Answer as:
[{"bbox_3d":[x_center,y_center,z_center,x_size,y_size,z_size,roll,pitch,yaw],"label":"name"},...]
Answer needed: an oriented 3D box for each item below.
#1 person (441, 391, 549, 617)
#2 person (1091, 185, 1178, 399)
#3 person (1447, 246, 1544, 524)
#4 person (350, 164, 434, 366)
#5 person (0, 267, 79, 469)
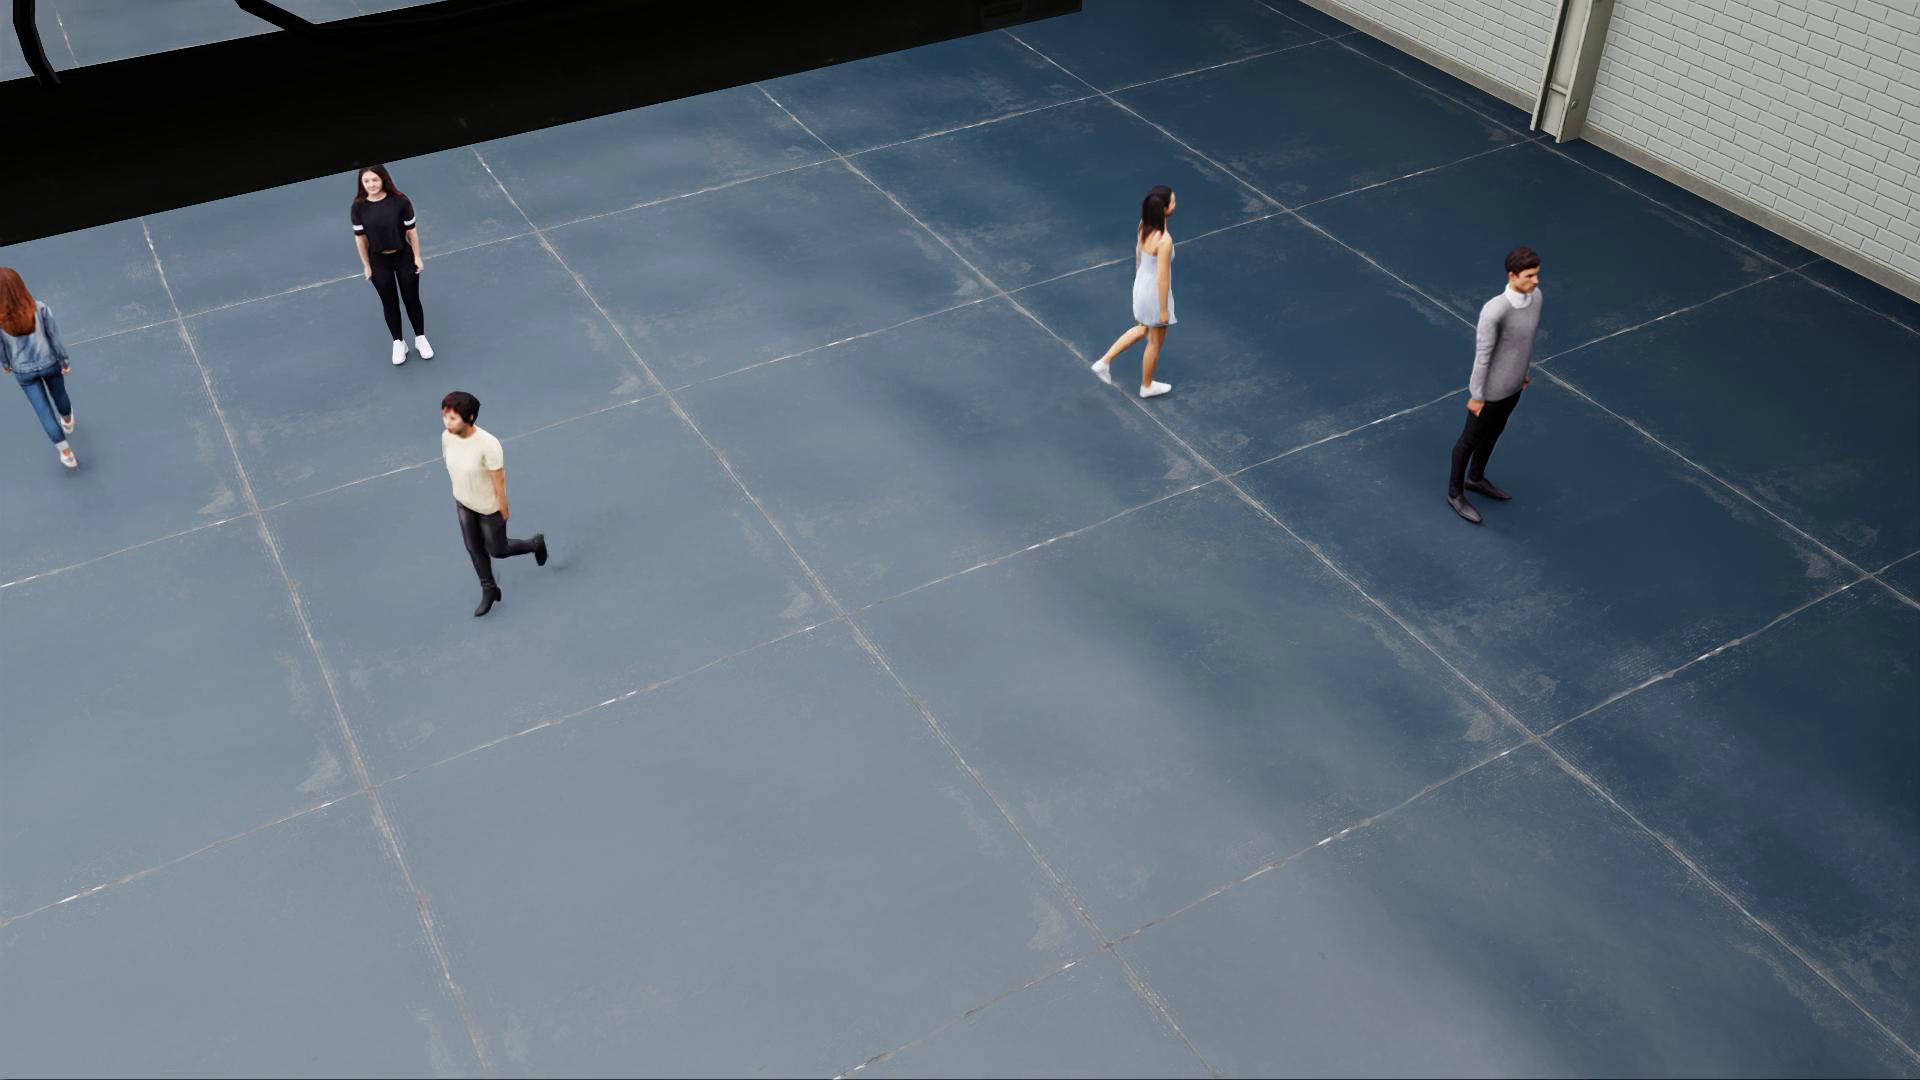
[{"bbox_3d":[-2.896,-0.255,10.235,0.896,1.571,0.893,20,42,23],"label":"person"},{"bbox_3d":[1.303,-1.755,12.030,0.739,1.721,0.847,-12,40,-14],"label":"person"},{"bbox_3d":[3.539,-1.056,10.973,0.780,1.923,0.695,-28,46,-31],"label":"person"},{"bbox_3d":[-4.285,-2.111,12.552,0.646,1.639,0.631,-12,40,-15],"label":"person"},{"bbox_3d":[-6.379,-1.159,11.493,0.589,1.444,0.967,-20,42,-24],"label":"person"}]
